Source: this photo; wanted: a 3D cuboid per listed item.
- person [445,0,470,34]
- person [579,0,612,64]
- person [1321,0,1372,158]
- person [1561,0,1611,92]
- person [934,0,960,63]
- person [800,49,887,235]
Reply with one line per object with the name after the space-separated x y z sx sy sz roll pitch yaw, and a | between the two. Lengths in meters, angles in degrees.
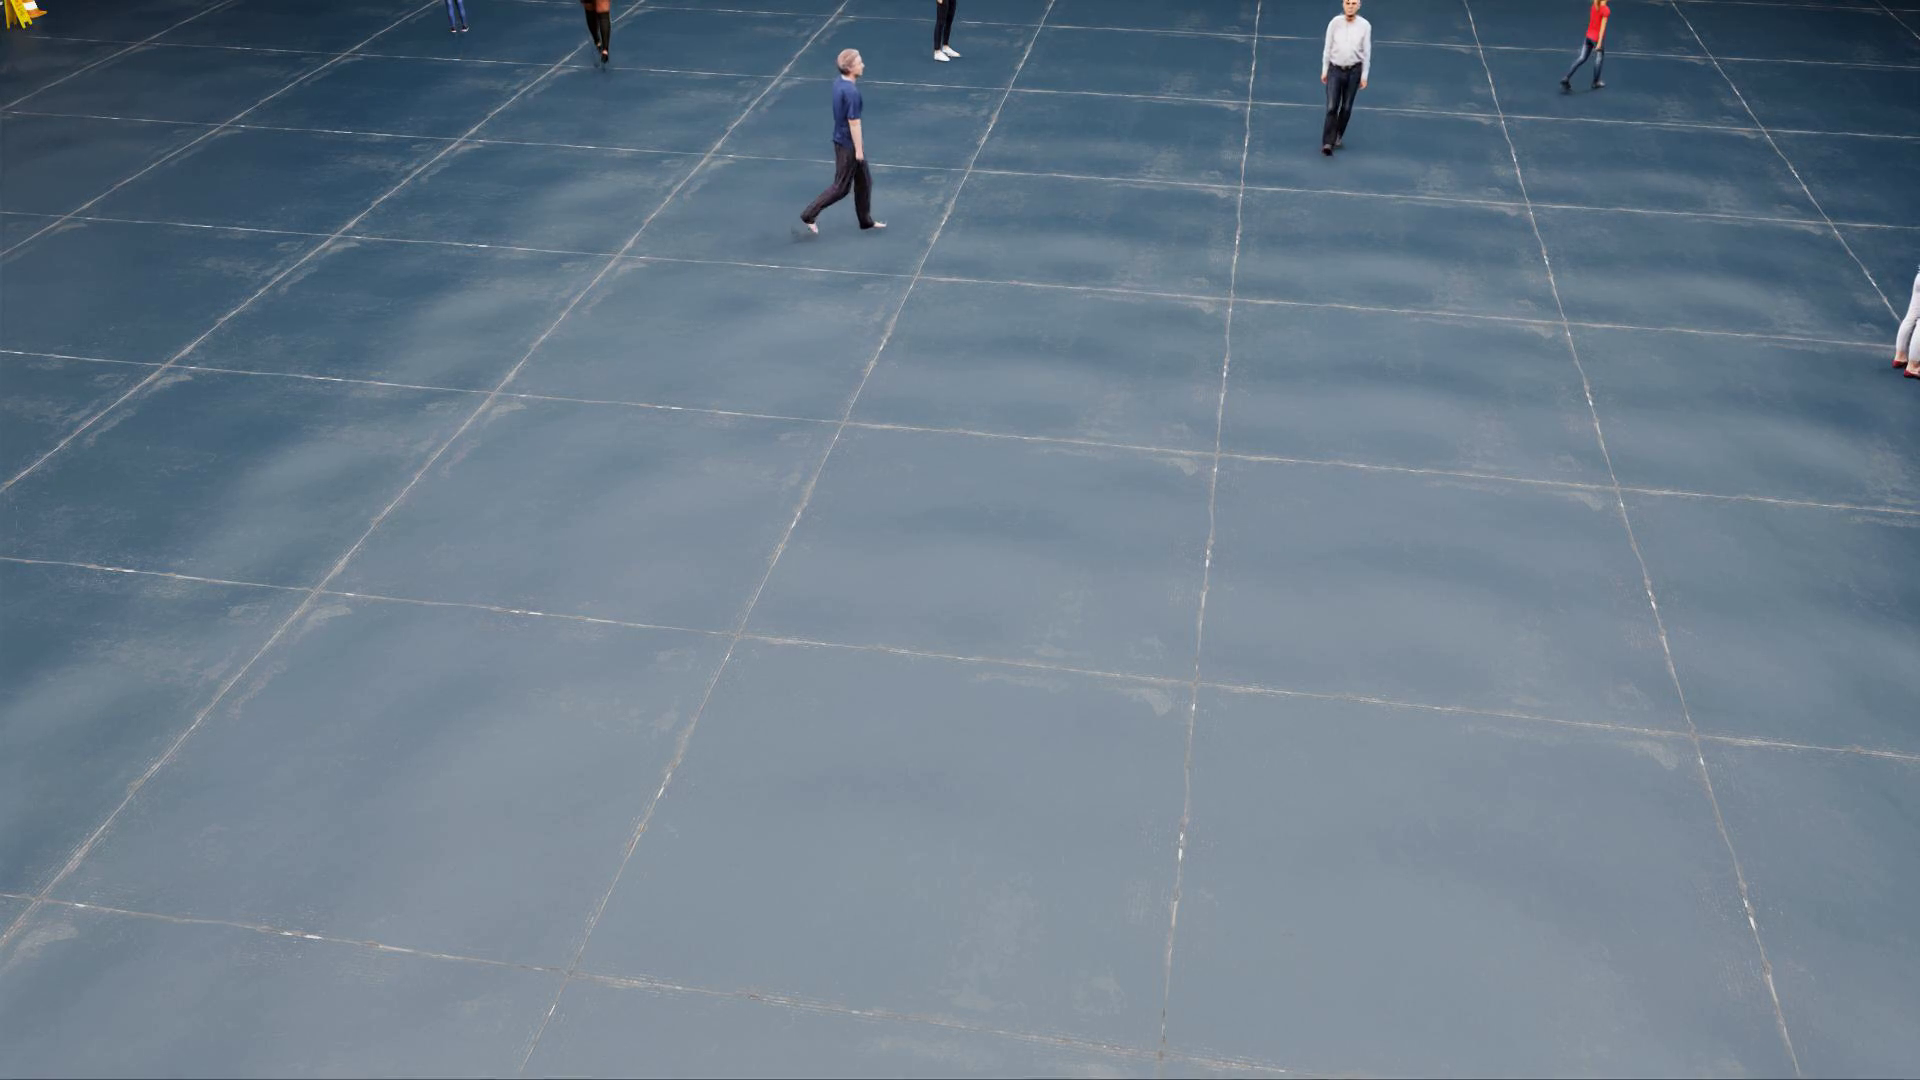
-7.006 -7.590 22.931 0.501 1.110 0.579 -9 33 -15 | person
-4.668 -7.018 21.369 1.215 1.810 0.982 -5 33 -9 | person
4.305 -5.235 18.573 1.080 1.778 0.784 7 33 11 | person
7.765 -6.167 20.510 0.950 1.288 0.780 -13 35 -20 | person
-0.186 -7.136 21.658 0.648 1.701 0.681 16 35 23 | person
-1.189 -3.863 16.340 1.215 1.840 0.962 -7 33 -11 | person
